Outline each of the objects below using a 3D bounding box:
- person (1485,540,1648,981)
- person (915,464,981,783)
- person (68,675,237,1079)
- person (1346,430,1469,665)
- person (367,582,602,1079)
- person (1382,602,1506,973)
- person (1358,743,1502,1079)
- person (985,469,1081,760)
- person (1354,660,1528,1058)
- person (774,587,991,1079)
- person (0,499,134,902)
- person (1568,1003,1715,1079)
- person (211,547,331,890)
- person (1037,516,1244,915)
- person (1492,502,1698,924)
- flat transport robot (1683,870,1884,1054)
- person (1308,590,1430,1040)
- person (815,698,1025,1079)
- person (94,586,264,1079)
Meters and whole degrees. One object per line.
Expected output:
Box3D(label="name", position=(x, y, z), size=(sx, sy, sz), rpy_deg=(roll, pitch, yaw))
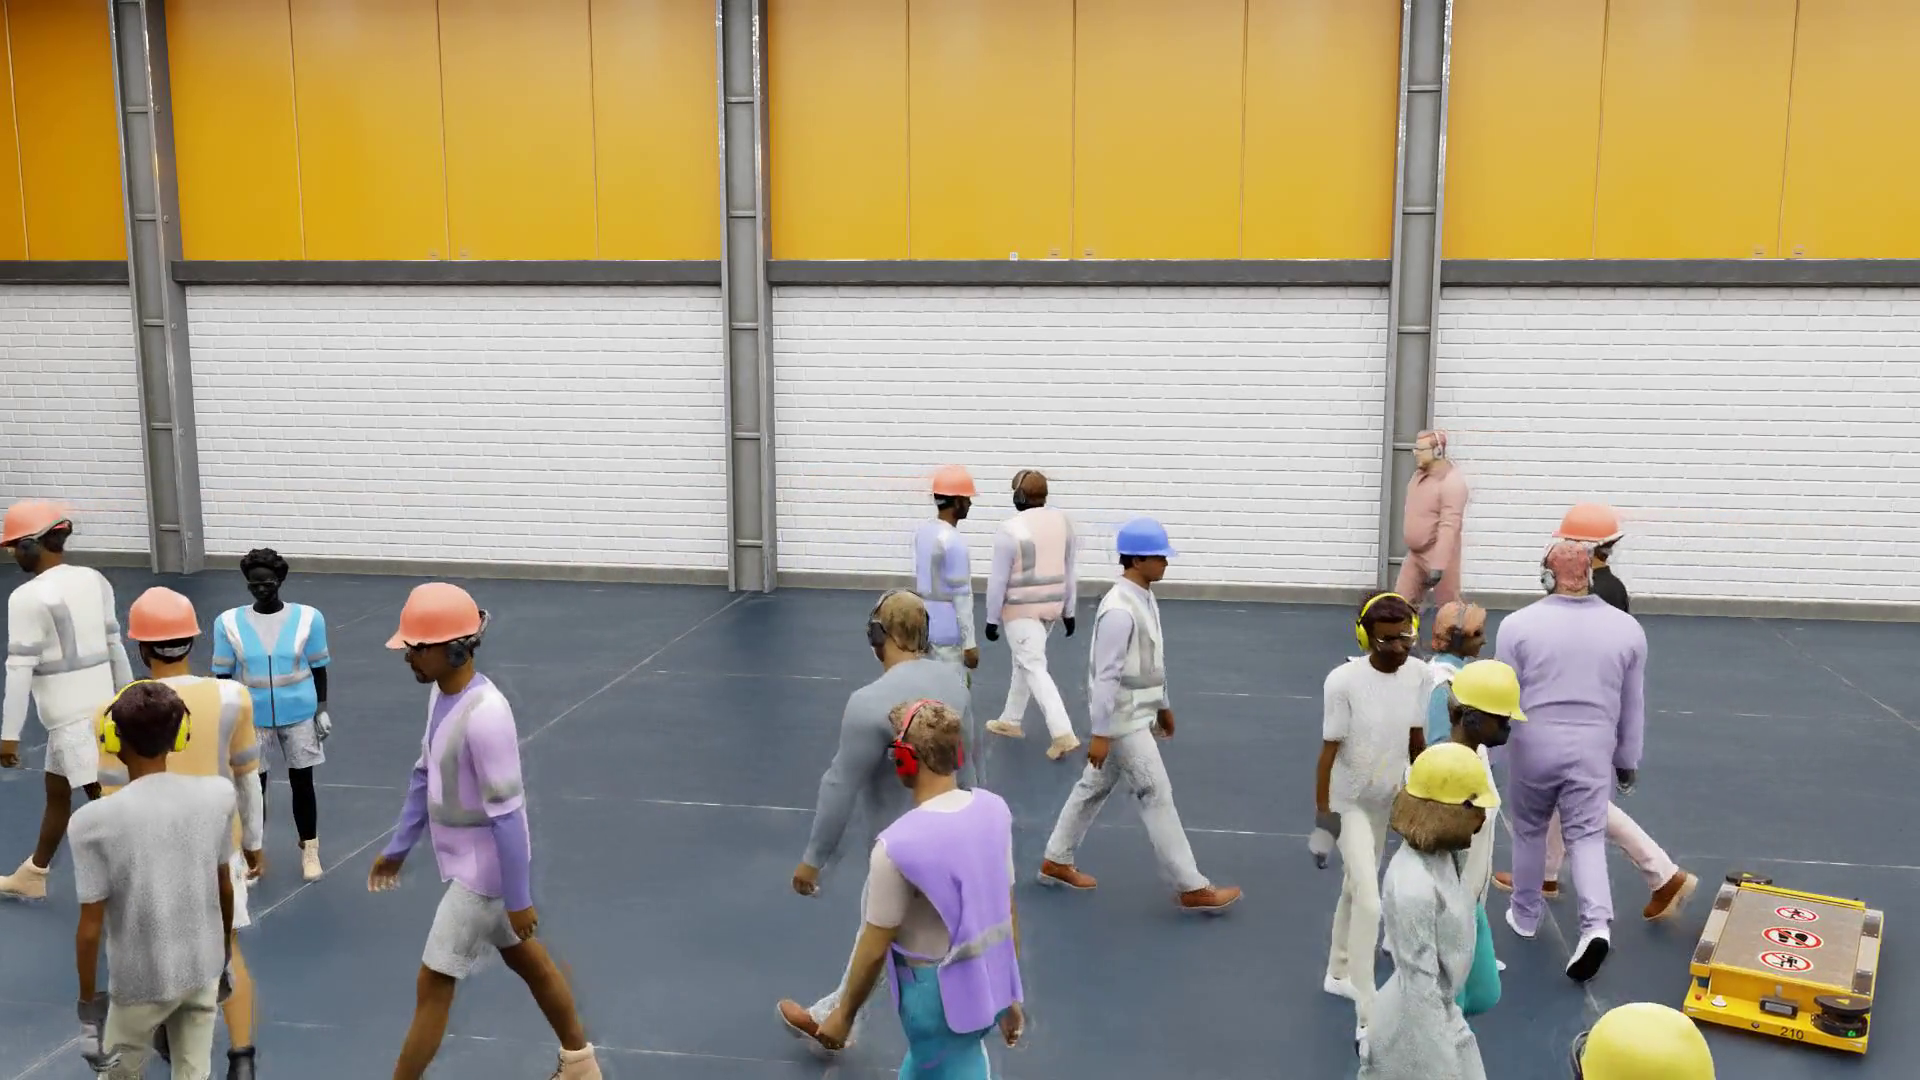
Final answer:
Box3D(label="person", position=(2.631, 0.942, 7.265), size=(0.705, 1.867, 0.832), rpy_deg=(1, 9, 9))
Box3D(label="person", position=(-0.056, 0.518, 9.688), size=(0.393, 1.923, 0.546), rpy_deg=(-3, 10, -20))
Box3D(label="person", position=(-2.389, 1.323, 4.958), size=(0.404, 1.845, 0.516), rpy_deg=(8, 13, 42))
Box3D(label="person", position=(3.363, 0.128, 12.232), size=(0.951, 1.860, 0.679), rpy_deg=(-3, 10, -15))
Box3D(label="person", position=(-1.746, 1.121, 5.758), size=(1.077, 1.977, 0.622), rpy_deg=(-4, 10, -23))
Box3D(label="person", position=(2.154, 1.065, 7.193), size=(0.646, 1.611, 0.538), rpy_deg=(2, 9, 12))
Box3D(label="person", position=(1.416, 1.420, 4.770), size=(0.859, 1.701, 0.494), rpy_deg=(6, 11, 32))
Box3D(label="person", position=(0.479, 0.451, 10.478), size=(0.636, 1.803, 0.963), rpy_deg=(-8, 12, -40))
Box3D(label="person", position=(1.650, 1.248, 5.680), size=(0.494, 1.741, 0.552), rpy_deg=(5, 11, 29))
Box3D(label="person", position=(-0.283, 1.115, 6.101), size=(1.050, 1.871, 0.658), rpy_deg=(4, 10, 26))
Box3D(label="person", position=(-4.158, 0.793, 7.821), size=(1.081, 1.988, 0.658), rpy_deg=(1, 9, 4))
Box3D(label="person", position=(1.224, 1.684, 3.112), size=(0.925, 1.717, 0.546), rpy_deg=(8, 12, 41))
Box3D(label="person", position=(-3.372, 0.871, 8.183), size=(0.540, 1.695, 0.317), rpy_deg=(-3, 10, -20))
Box3D(label="person", position=(0.823, 0.821, 7.909), size=(1.040, 1.891, 0.629), rpy_deg=(2, 10, 15))
Box3D(label="person", position=(3.005, 0.804, 7.779), size=(0.882, 1.965, 0.612), rpy_deg=(6, 11, 31))
Box3D(label="flat transport robot", position=(3.543, 1.758, 7.098), size=(0.652, 0.197, 1.431), rpy_deg=(6, 11, 30))
Box3D(label="person", position=(1.614, 1.085, 6.527), size=(0.536, 1.813, 0.786), rpy_deg=(-6, 11, -32))
Box3D(label="person", position=(-0.138, 1.352, 4.889), size=(0.937, 1.793, 0.556), rpy_deg=(5, 11, 29))
Box3D(label="person", position=(-2.825, 1.111, 6.087), size=(0.553, 1.898, 0.983), rpy_deg=(-7, 11, -36))
